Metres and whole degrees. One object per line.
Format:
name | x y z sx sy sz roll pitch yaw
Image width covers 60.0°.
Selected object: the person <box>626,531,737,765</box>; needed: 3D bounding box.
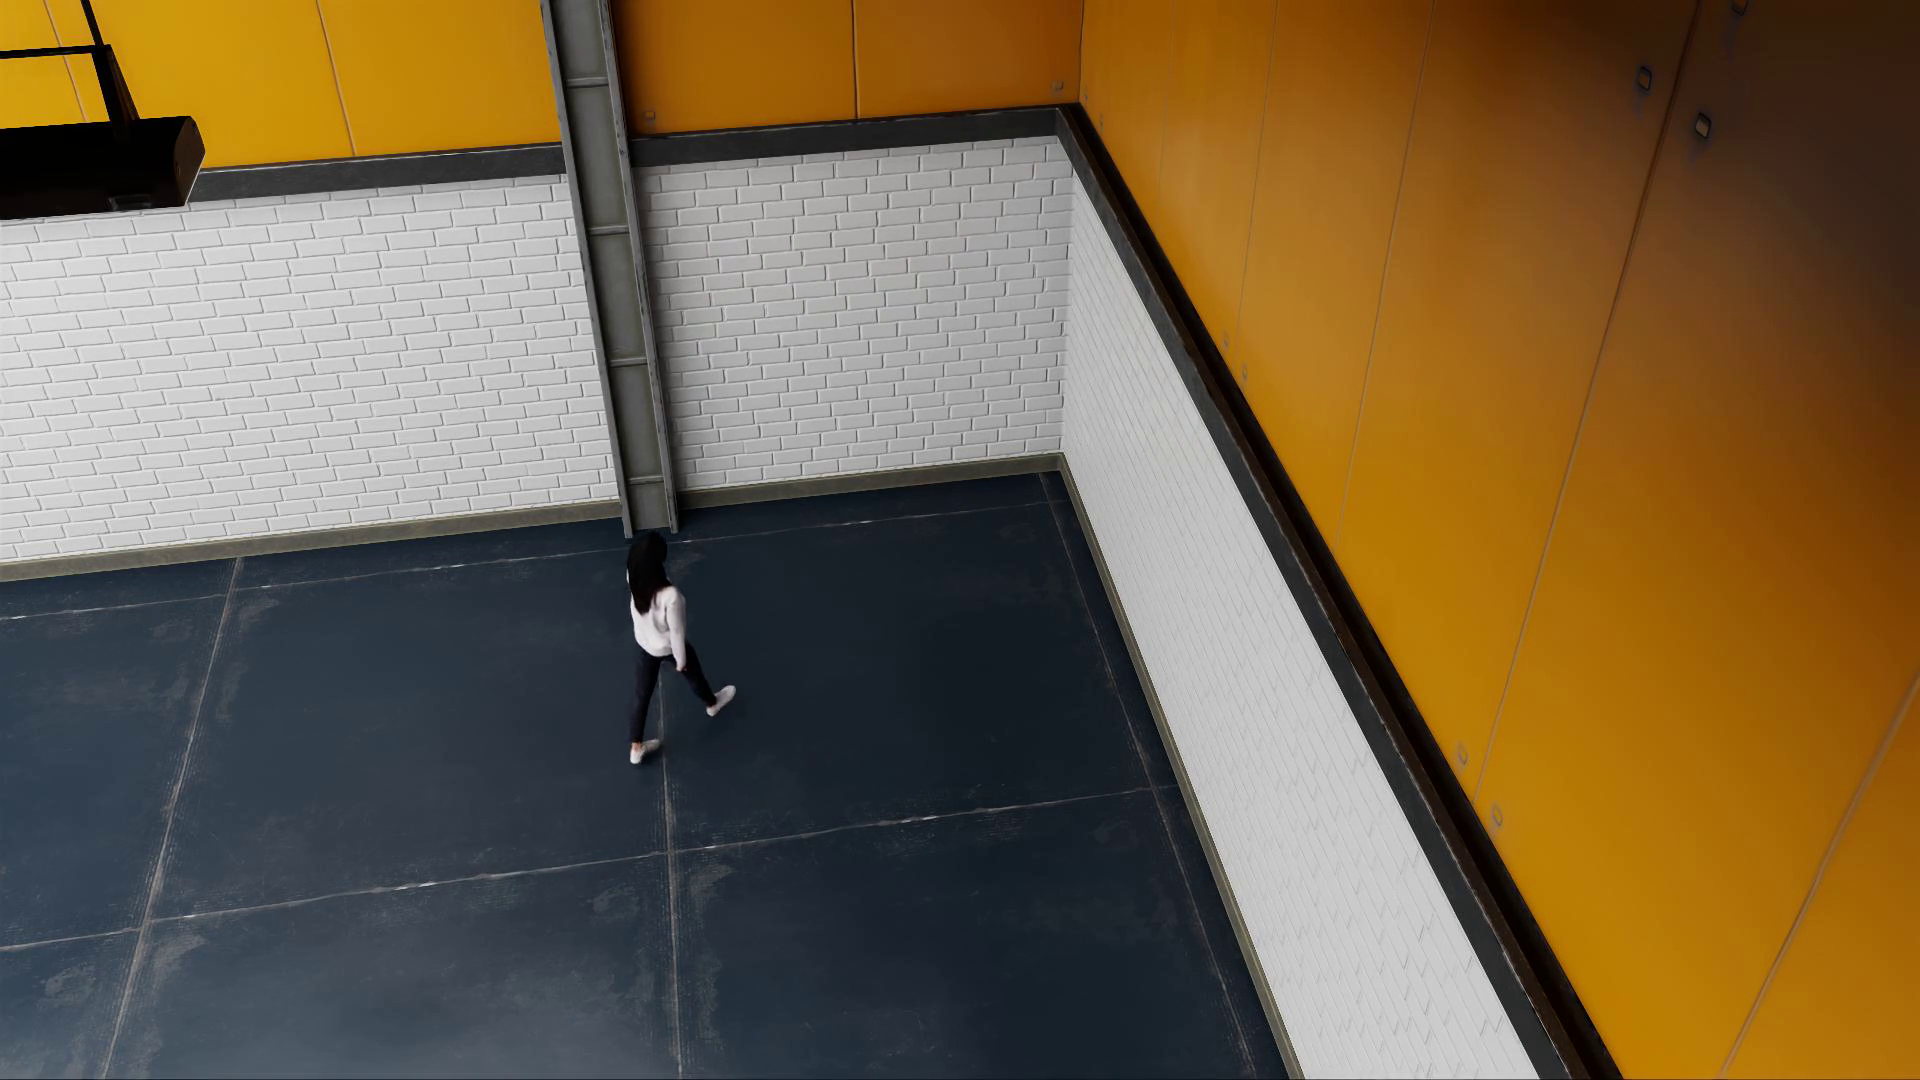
person | -1.896 0.678 10.166 1.070 1.658 1.145 25 45 28
